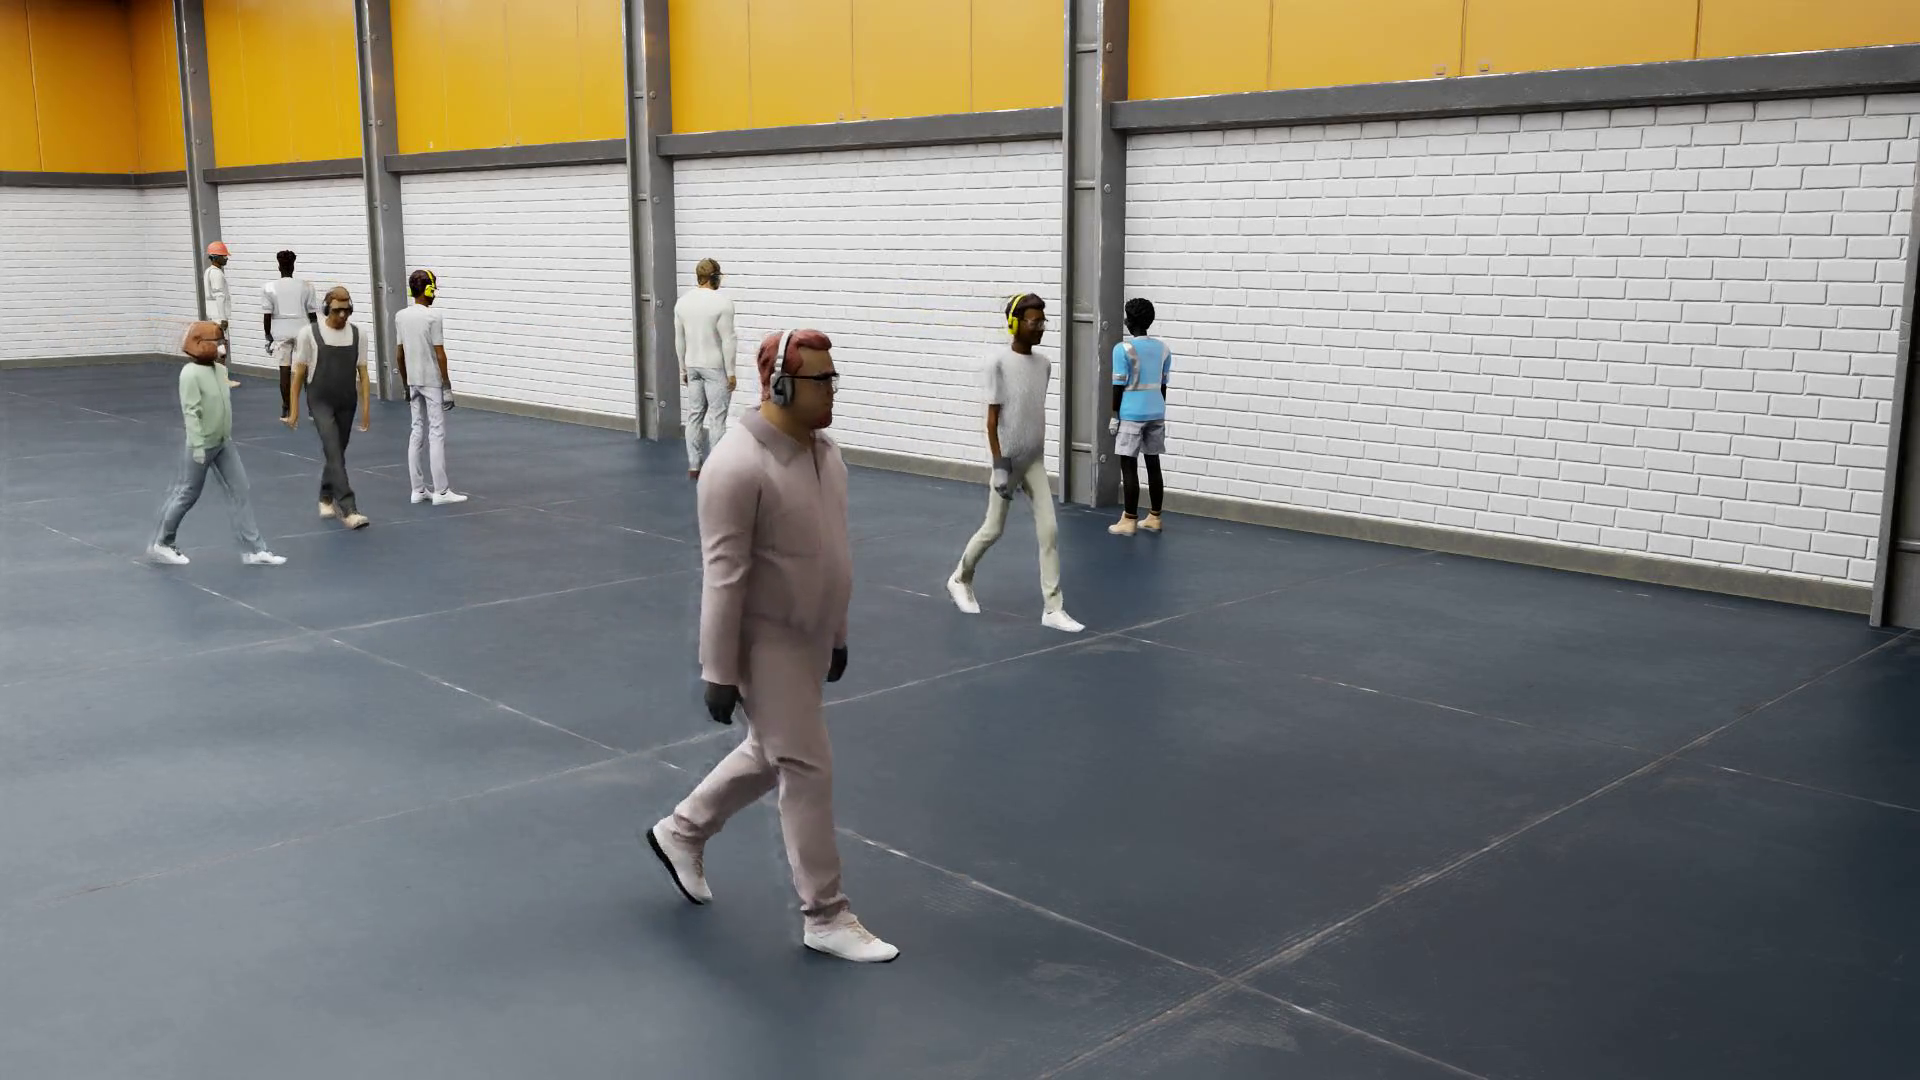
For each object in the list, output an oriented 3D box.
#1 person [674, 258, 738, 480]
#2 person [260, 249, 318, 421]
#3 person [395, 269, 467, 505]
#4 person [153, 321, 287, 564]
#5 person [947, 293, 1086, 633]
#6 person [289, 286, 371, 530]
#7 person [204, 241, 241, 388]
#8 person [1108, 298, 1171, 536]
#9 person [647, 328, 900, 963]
[{"bbox_3d":[-2.186,-1.469,14.432,0.629,1.939,0.371,6,12,32],"label":"person"},{"bbox_3d":[-7.693,-2.347,19.143,0.607,1.966,0.373,-4,11,-22],"label":"person"},{"bbox_3d":[-4.236,-1.212,13.237,0.518,1.865,0.326,5,12,27],"label":"person"},{"bbox_3d":[-4.857,-0.619,10.724,0.858,1.593,0.509,2,11,9],"label":"person"},{"bbox_3d":[0.280,-0.441,9.139,0.520,1.833,0.935,-8,13,-37],"label":"person"},{"bbox_3d":[-4.640,-0.987,12.281,0.553,1.779,0.985,-9,14,-42],"label":"person"},{"bbox_3d":[-10.353,-3.153,23.329,0.387,2.041,0.615,-7,12,-32],"label":"person"},{"bbox_3d":[1.282,-0.876,11.879,0.532,1.694,0.319,-8,13,-38],"label":"person"},{"bbox_3d":[-0.600,0.295,5.014,0.891,1.877,0.655,4,11,22],"label":"person"}]
